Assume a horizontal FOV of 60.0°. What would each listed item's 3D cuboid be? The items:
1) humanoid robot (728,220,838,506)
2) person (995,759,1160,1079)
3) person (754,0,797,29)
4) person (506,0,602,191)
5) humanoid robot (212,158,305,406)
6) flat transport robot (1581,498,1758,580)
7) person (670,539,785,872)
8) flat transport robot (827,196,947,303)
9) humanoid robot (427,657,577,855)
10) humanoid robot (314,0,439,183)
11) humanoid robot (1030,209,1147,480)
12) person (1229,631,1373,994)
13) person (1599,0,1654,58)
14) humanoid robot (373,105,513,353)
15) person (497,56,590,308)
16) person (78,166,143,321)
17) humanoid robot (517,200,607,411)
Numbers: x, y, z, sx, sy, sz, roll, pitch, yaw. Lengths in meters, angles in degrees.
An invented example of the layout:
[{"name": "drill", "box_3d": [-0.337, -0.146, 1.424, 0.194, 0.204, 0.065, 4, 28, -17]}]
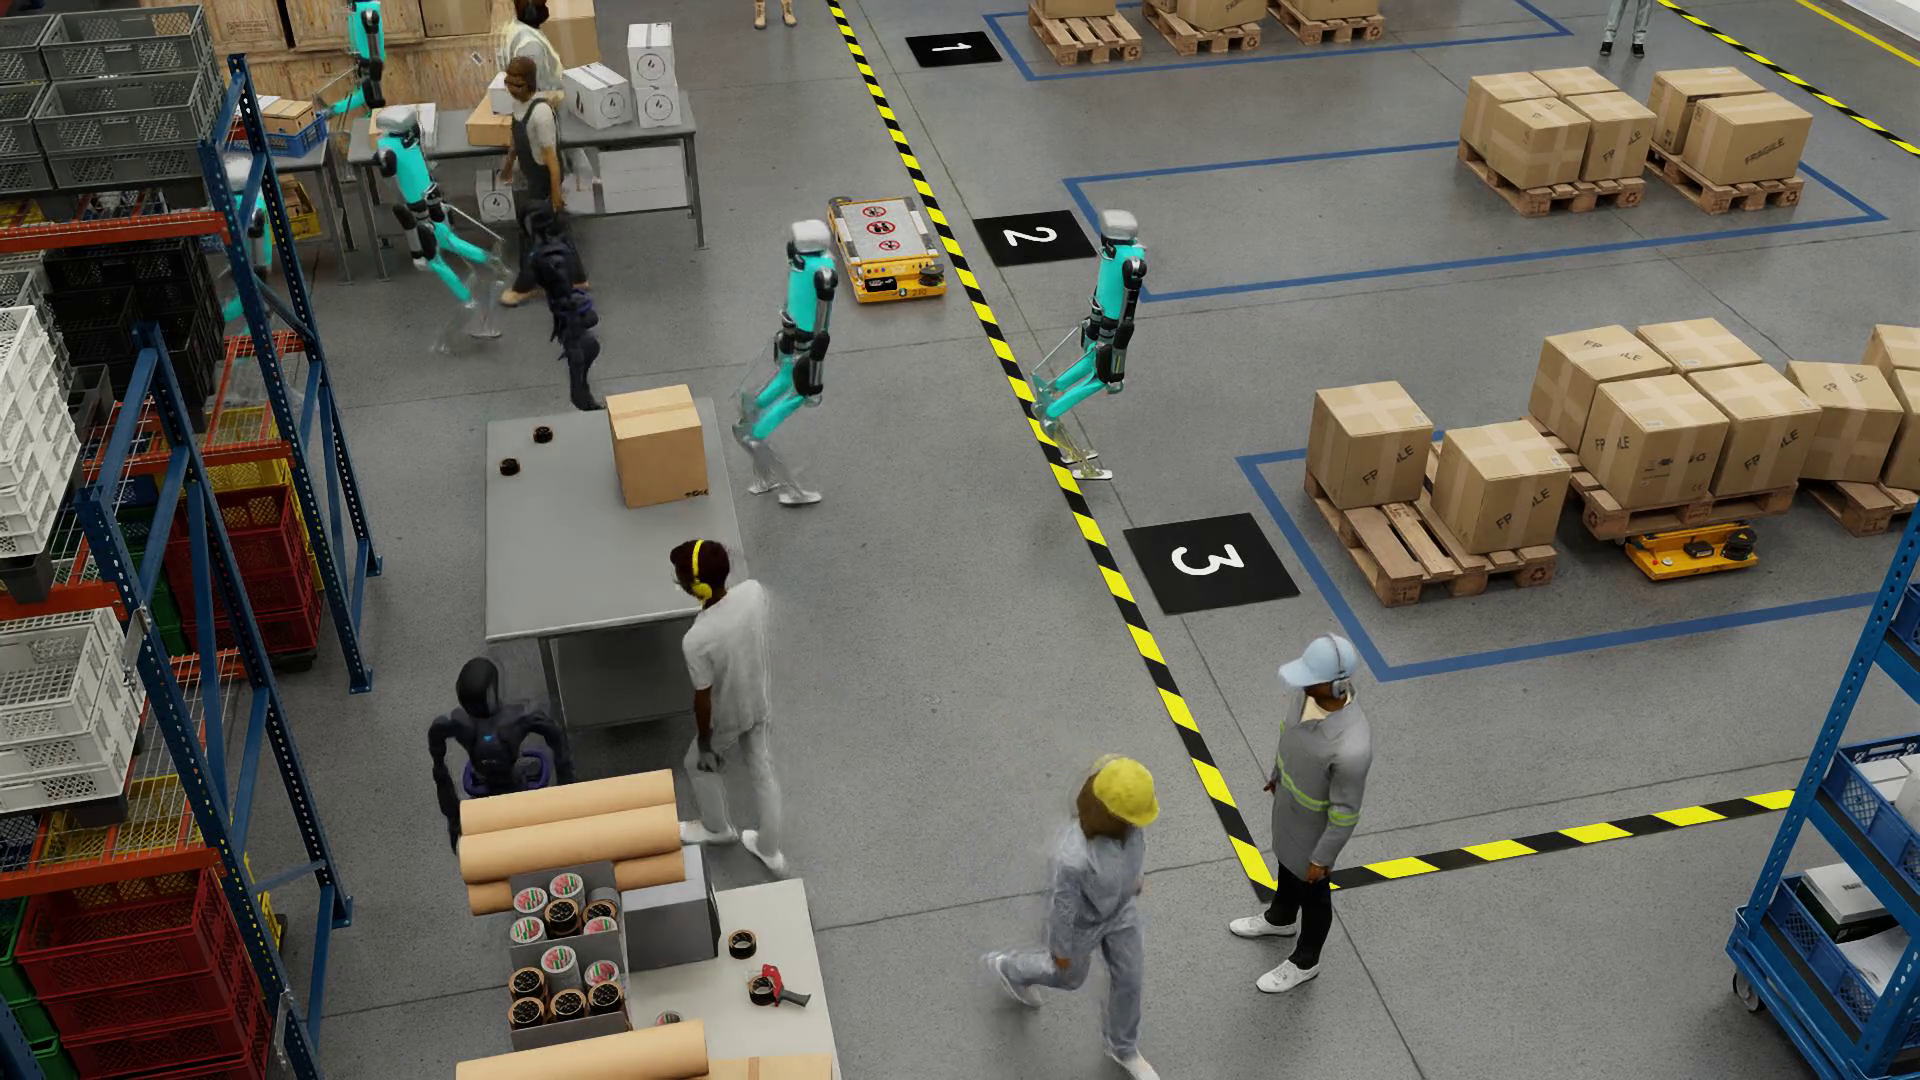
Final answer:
[{"name": "humanoid robot", "box_3d": [-1.088, -0.949, 9.603, 0.804, 1.774, 0.531, -16, 40, -20]}, {"name": "person", "box_3d": [0.490, 1.399, 6.470, 0.534, 1.701, 0.759, -28, 45, -33]}, {"name": "person", "box_3d": [-1.830, -5.999, 16.141, 0.605, 2.032, 0.398, -7, 37, -9]}, {"name": "person", "box_3d": [-3.196, -3.336, 12.766, 0.975, 1.793, 0.624, -7, 37, -9]}, {"name": "humanoid robot", "box_3d": [-4.604, -1.474, 10.323, 0.935, 1.774, 0.592, -12, 38, -16]}, {"name": "flat transport robot", "box_3d": [4.062, -0.294, 9.926, 0.652, 0.197, 1.431, -8, 37, -10]}, {"name": "person", "box_3d": [-1.032, 0.701, 7.291, 0.580, 1.846, 0.586, 25, 43, 29]}, {"name": "flat transport robot", "box_3d": [-0.570, -2.220, 12.538, 0.659, 0.231, 1.431, -8, 37, -10]}, {"name": "humanoid robot", "box_3d": [-1.845, 1.090, 6.910, 0.600, 1.634, 0.376, -4, 37, -5]}, {"name": "humanoid robot", "box_3d": [-4.776, -3.523, 13.079, 1.044, 1.748, 0.560, -15, 39, -19]}, {"name": "humanoid robot", "box_3d": [0.681, -1.106, 9.702, 0.735, 1.671, 0.533, -7, 37, -10]}, {"name": "person", "box_3d": [1.391, 1.099, 6.750, 0.379, 1.852, 0.589, -7, 37, -10]}, {"name": "person", "box_3d": [6.421, -5.440, 15.563, 0.587, 1.823, 0.403, 8, 37, 10]}, {"name": "humanoid robot", "box_3d": [-3.323, -1.989, 11.008, 0.838, 1.781, 0.575, 4, 37, 6]}, {"name": "person", "box_3d": [-3.042, -2.511, 11.637, 0.669, 1.809, 0.595, -13, 38, -16]}, {"name": "person", "box_3d": [-5.750, -2.266, 11.265, 0.333, 1.865, 0.517, -7, 37, -9]}, {"name": "humanoid robot", "box_3d": [-2.320, -1.299, 10.129, 0.489, 1.627, 0.623, -16, 39, -20]}]
